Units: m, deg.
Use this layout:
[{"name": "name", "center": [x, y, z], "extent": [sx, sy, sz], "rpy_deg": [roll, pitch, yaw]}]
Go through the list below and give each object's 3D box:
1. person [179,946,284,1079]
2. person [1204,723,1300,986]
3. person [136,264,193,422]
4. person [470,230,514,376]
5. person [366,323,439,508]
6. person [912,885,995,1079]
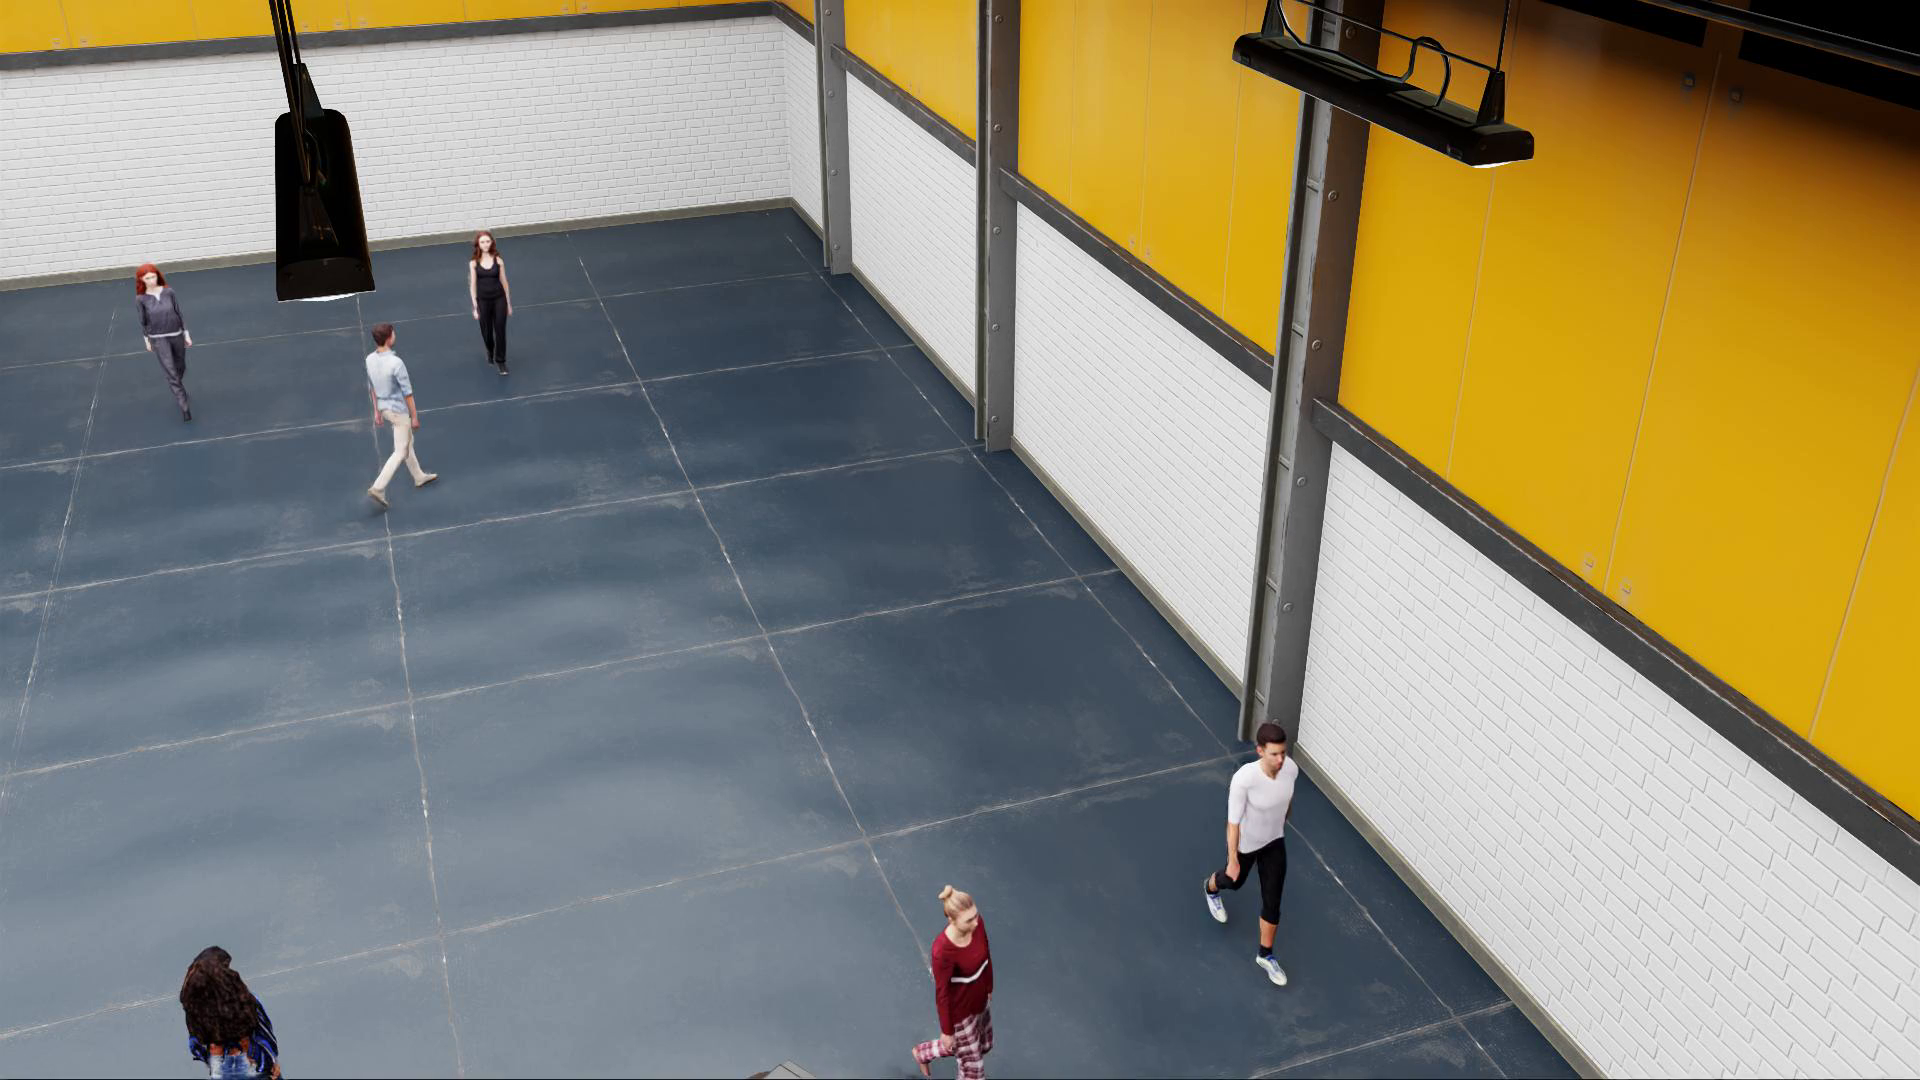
[{"name": "person", "center": [-3.945, 2.938, 9.094], "extent": [0.702, 1.598, 0.785], "rpy_deg": [-5, 29, -9]}, {"name": "person", "center": [1.869, 1.899, 10.765], "extent": [0.687, 1.822, 1.190], "rpy_deg": [-11, 30, -19]}, {"name": "person", "center": [-8.786, -2.230, 18.411], "extent": [0.804, 1.748, 1.164], "rpy_deg": [-18, 34, -30]}, {"name": "person", "center": [-5.503, -2.810, 19.482], "extent": [0.614, 1.741, 0.717], "rpy_deg": [-12, 31, -20]}, {"name": "person", "center": [-5.672, -1.221, 16.490], "extent": [1.172, 1.817, 1.168], "rpy_deg": [17, 33, 28]}, {"name": "person", "center": [-0.029, 2.646, 9.547], "extent": [0.972, 1.678, 0.888], "rpy_deg": [18, 33, 29]}]
